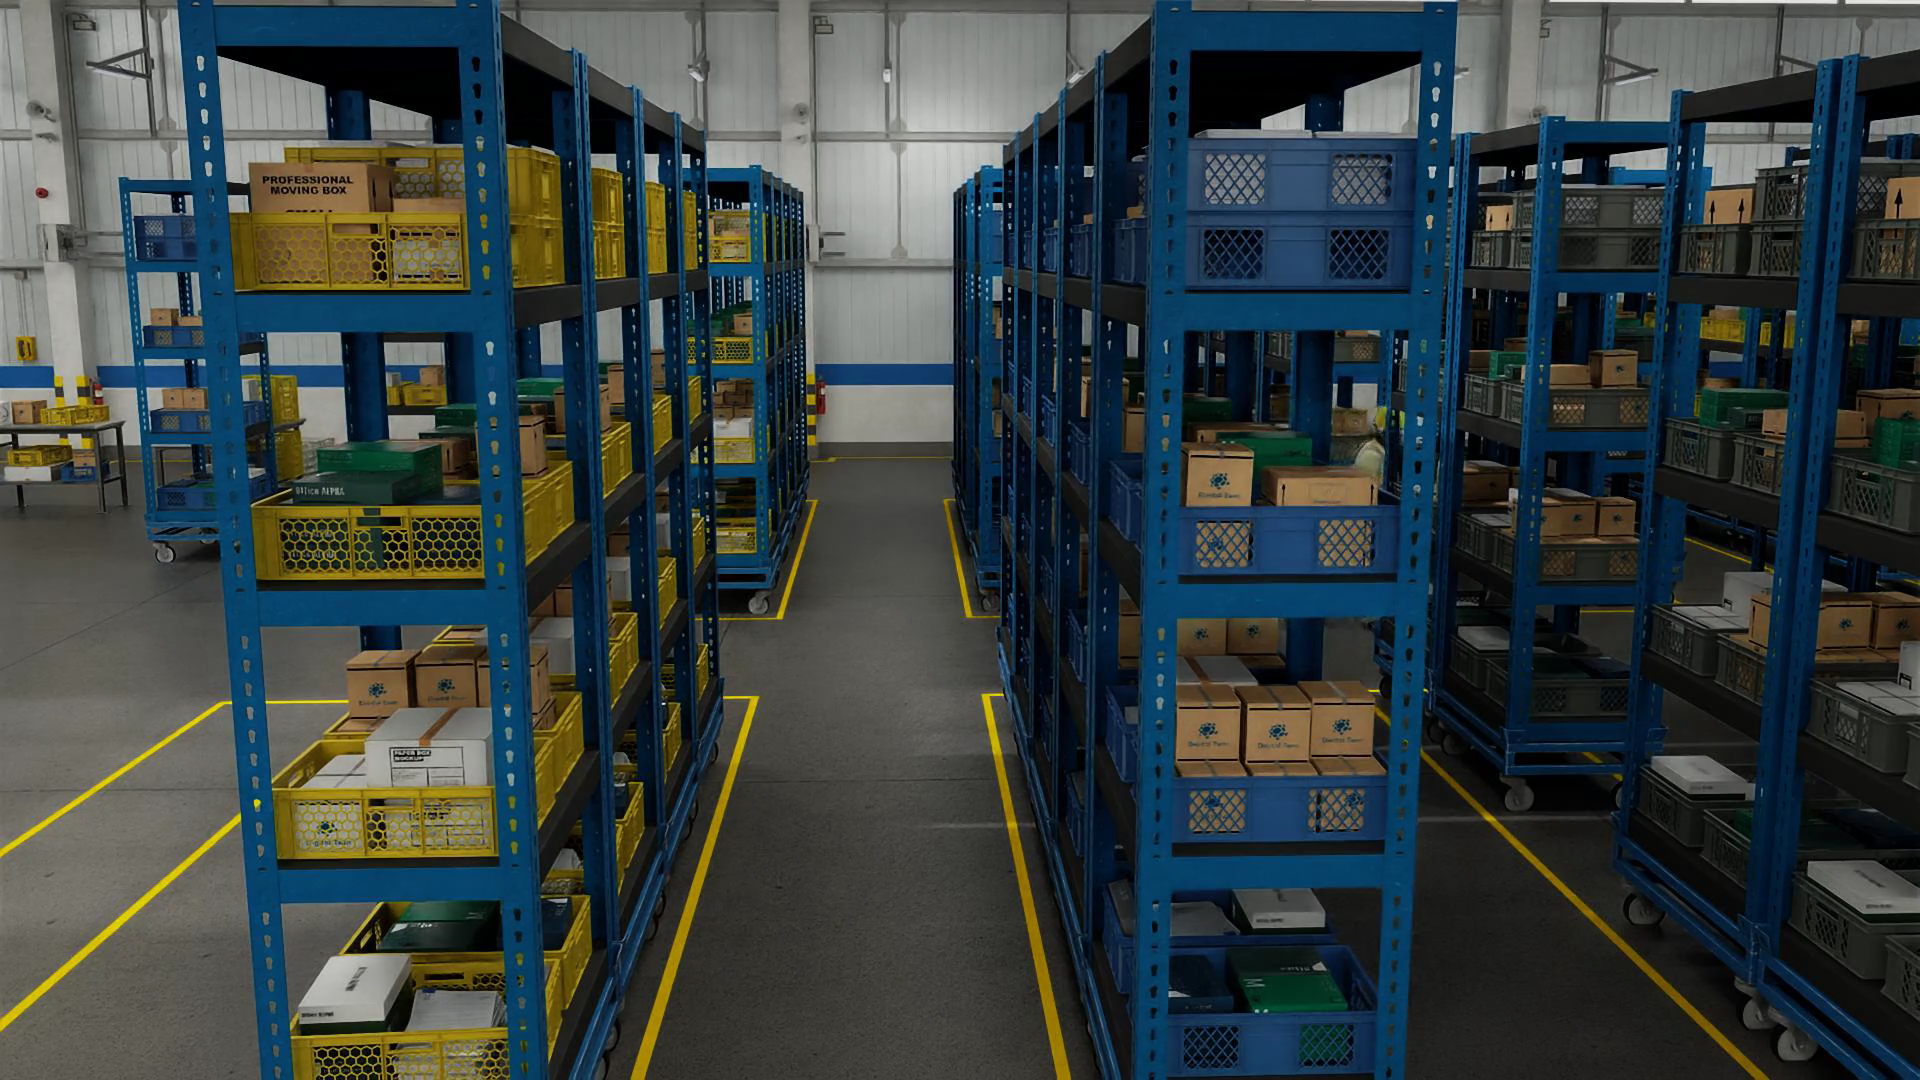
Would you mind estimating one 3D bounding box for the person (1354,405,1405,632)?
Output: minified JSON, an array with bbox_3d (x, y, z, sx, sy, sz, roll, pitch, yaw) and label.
[{"bbox_3d":[3.072,-0.158,12.787,0.729,1.805,0.605,5,11,26],"label":"person"}]
